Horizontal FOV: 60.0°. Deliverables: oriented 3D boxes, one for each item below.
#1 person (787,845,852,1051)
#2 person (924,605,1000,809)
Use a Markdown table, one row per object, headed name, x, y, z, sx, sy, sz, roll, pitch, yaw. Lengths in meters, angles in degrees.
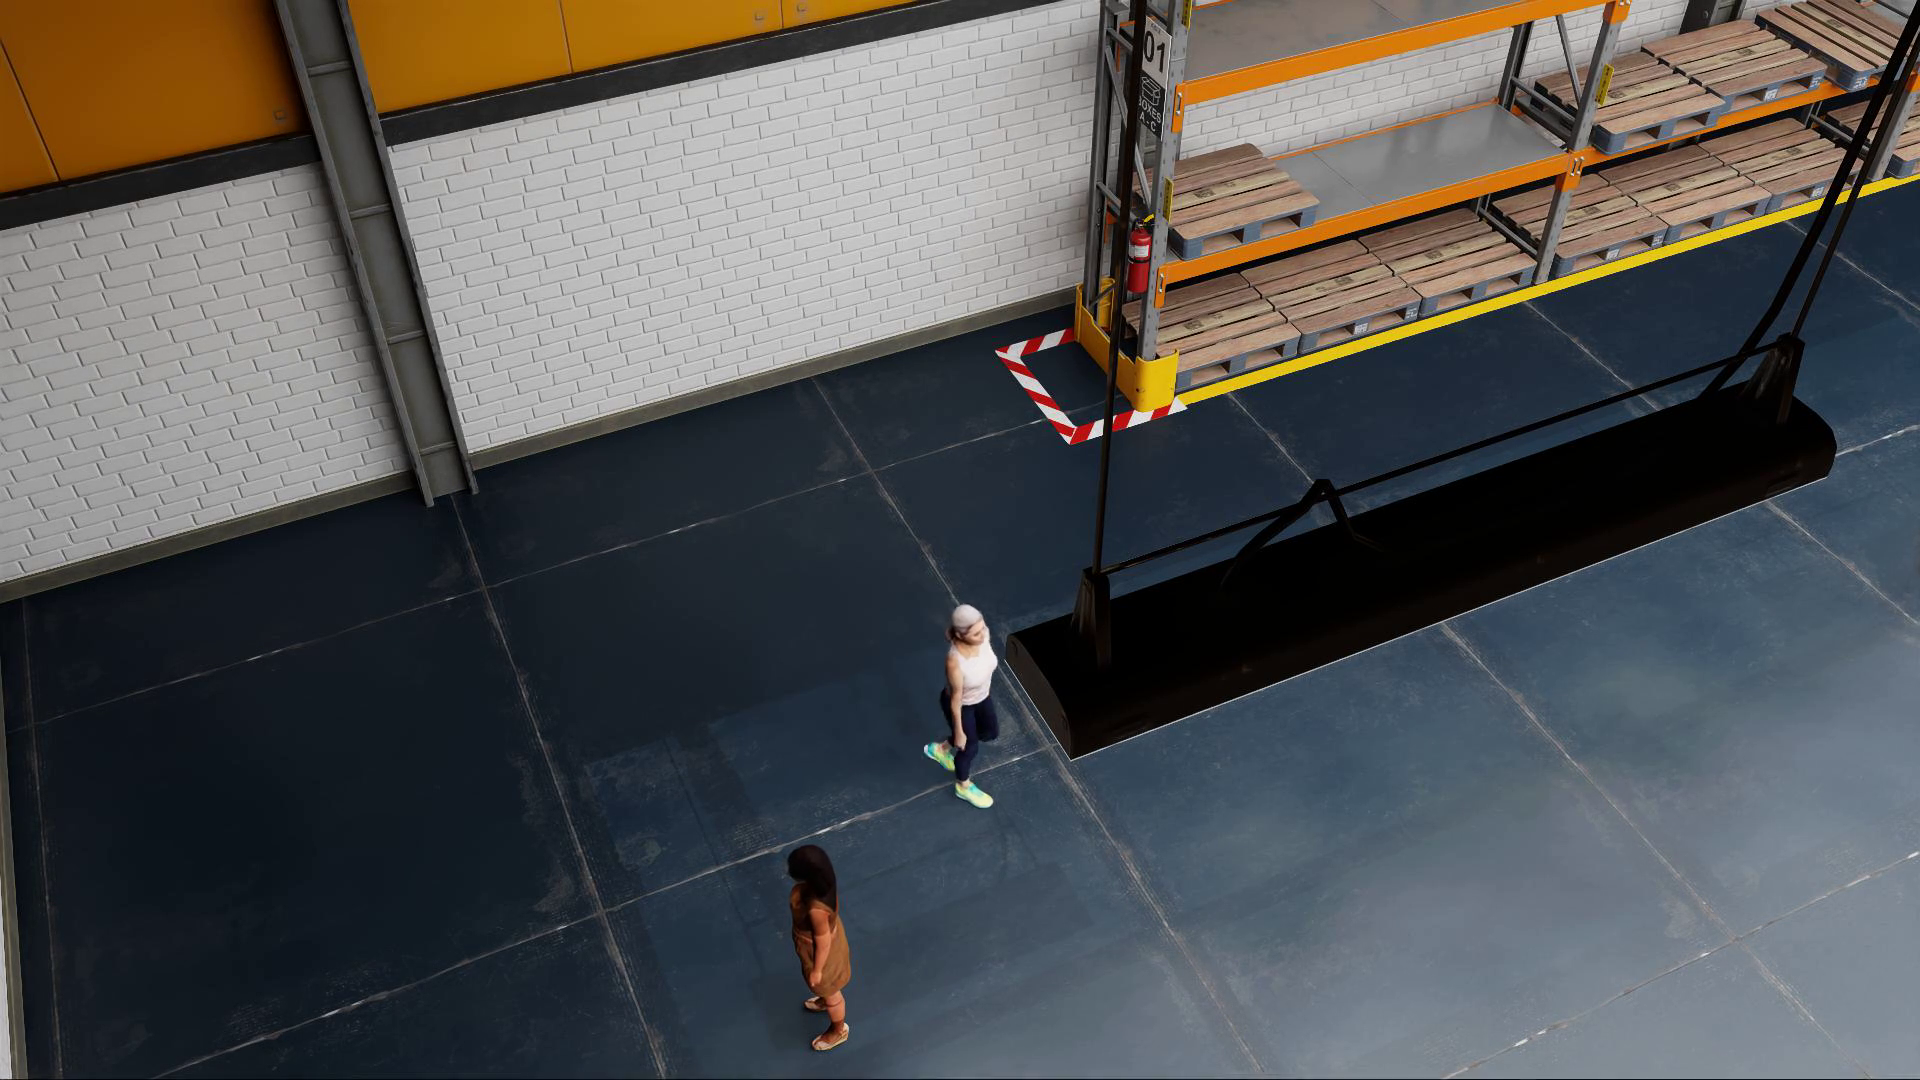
| name | x | y | z | sx | sy | sz | roll | pitch | yaw |
| --- | --- | --- | --- | --- | --- | --- | --- | --- | --- |
| person | -0.736 | 2.132 | 8.780 | 0.579 | 1.686 | 0.604 | -8 | 44 | -8 |
| person | -0.033 | 0.963 | 10.005 | 0.879 | 1.689 | 0.830 | 20 | 47 | 20 |
